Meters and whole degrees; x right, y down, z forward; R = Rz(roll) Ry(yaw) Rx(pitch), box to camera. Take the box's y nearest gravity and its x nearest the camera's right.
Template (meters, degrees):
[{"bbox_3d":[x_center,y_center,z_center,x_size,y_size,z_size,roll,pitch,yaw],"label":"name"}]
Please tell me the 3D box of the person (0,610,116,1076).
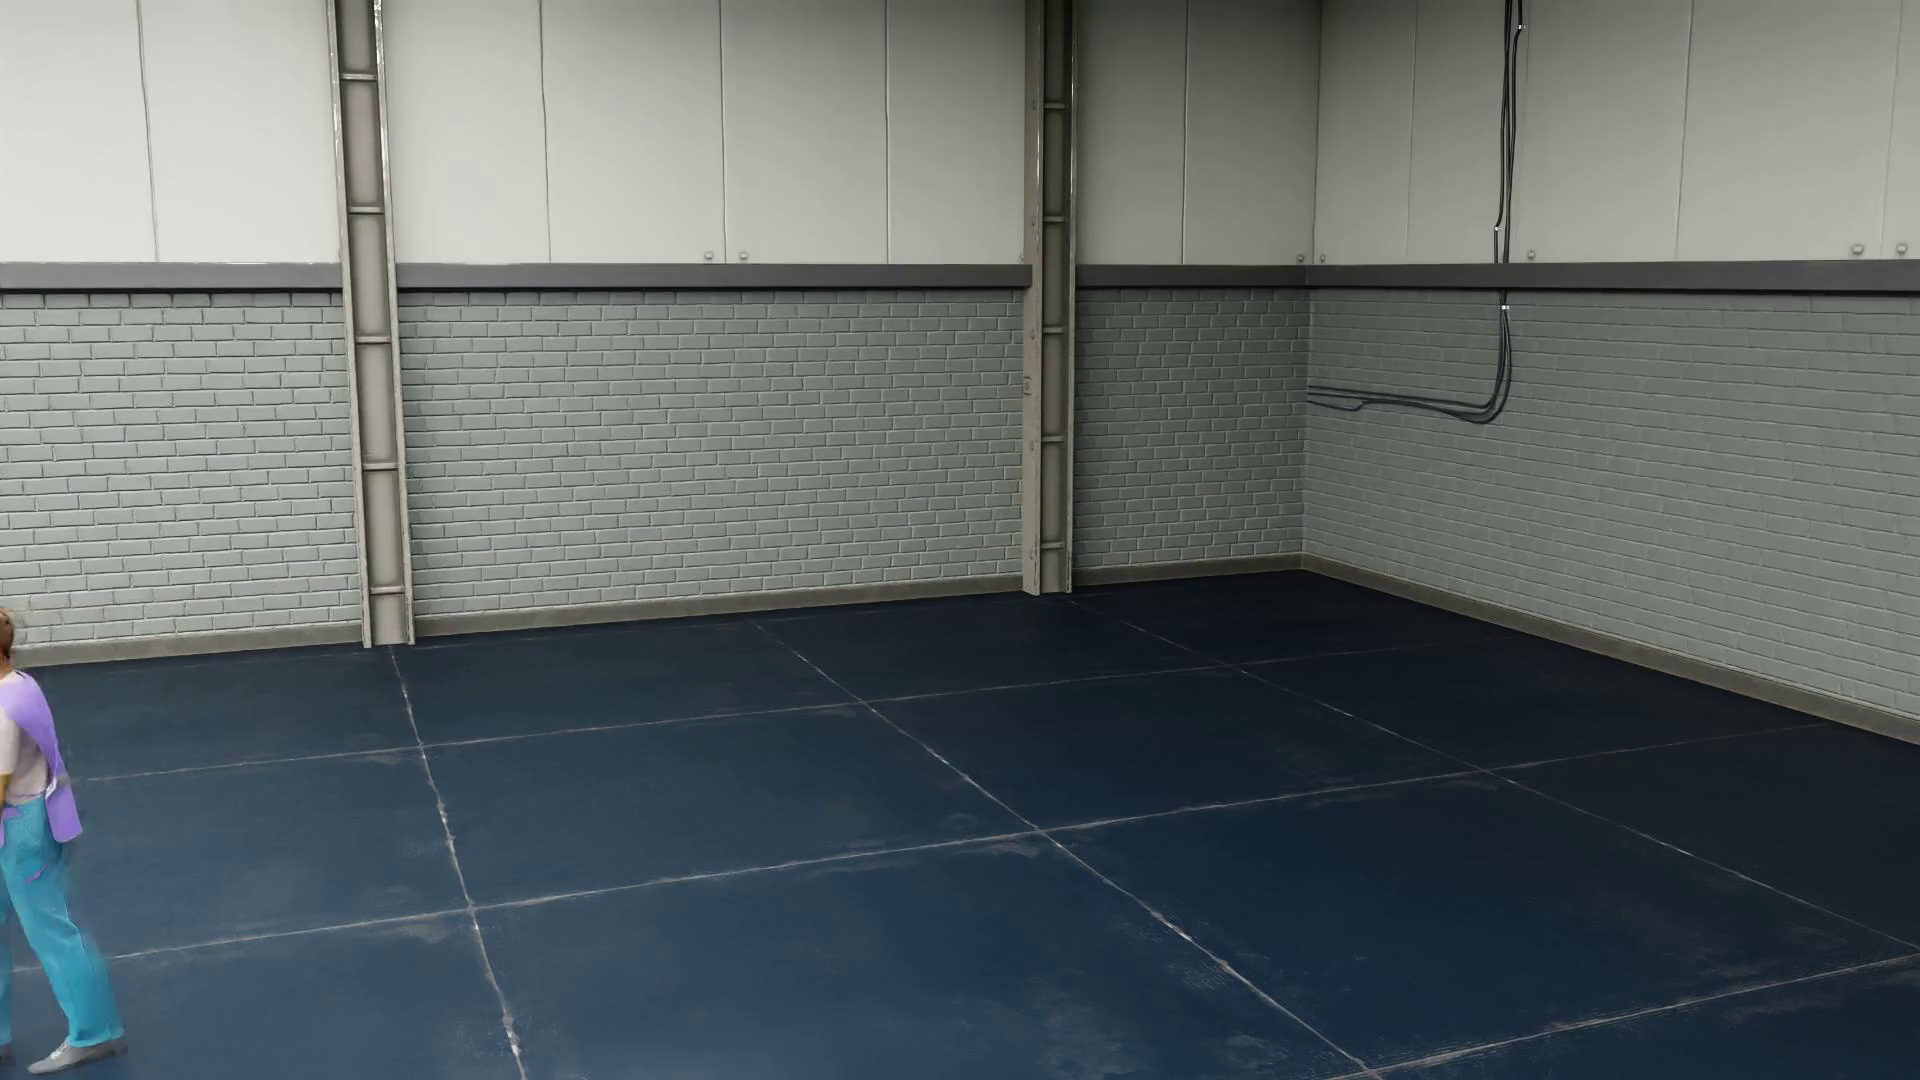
[{"bbox_3d":[-3.625,1.151,6.198,0.802,1.817,0.590,-6,11,-33],"label":"person"}]
